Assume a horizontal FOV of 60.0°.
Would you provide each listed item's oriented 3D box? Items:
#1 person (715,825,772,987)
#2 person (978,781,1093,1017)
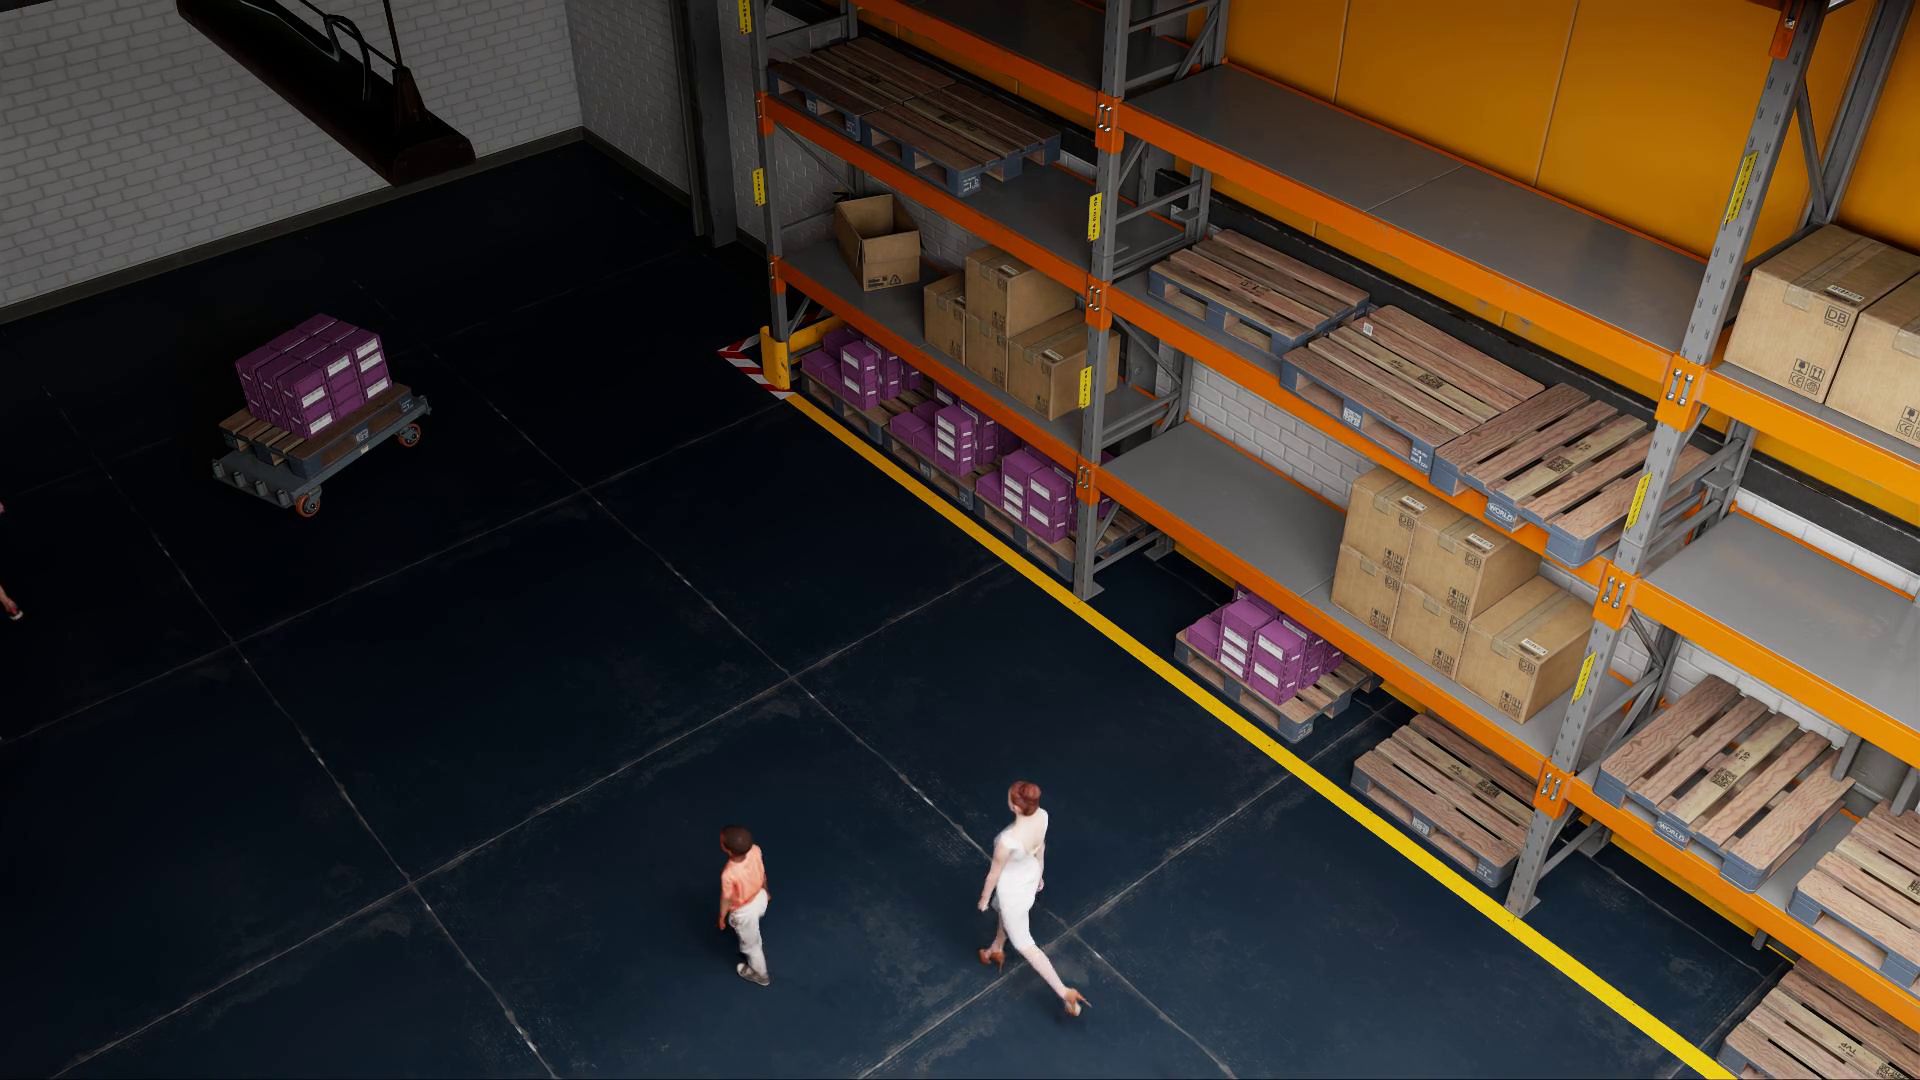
[{"bbox_3d":[-1.197,2.156,9.734,0.598,1.298,0.565,22,44,26],"label":"person"},{"bbox_3d":[0.402,2.067,9.472,1.103,1.764,0.709,27,46,29],"label":"person"}]
